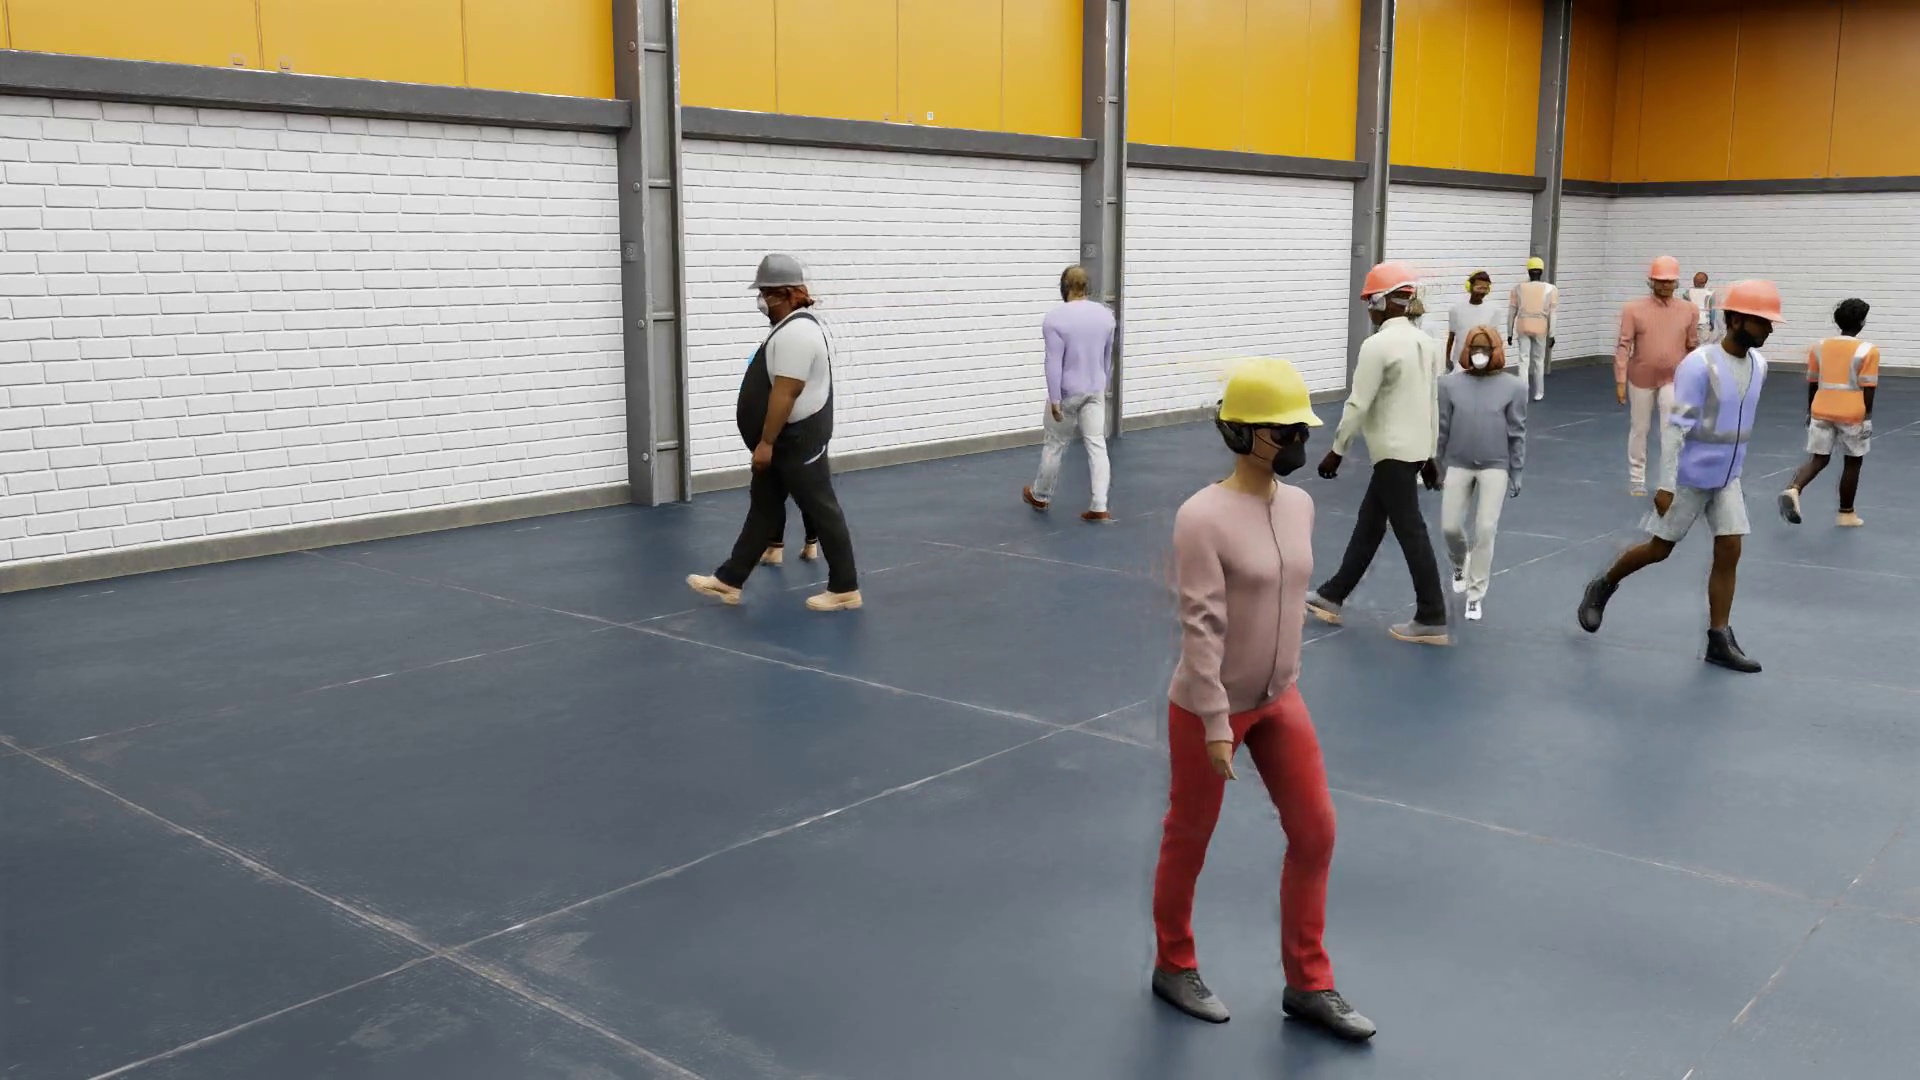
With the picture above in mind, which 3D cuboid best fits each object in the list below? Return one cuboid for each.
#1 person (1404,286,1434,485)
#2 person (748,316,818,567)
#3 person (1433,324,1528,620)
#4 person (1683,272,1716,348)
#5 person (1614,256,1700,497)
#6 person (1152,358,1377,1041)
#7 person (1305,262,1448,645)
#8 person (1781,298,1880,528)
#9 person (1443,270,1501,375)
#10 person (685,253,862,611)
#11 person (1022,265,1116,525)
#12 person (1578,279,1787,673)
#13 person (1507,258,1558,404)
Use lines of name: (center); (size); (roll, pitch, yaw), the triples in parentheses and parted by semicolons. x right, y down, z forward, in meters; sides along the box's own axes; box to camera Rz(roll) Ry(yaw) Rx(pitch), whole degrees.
person: (3.752, -1.288, 13.989); (0.370, 1.730, 0.501); (-5, 11, -27)
person: (-1.107, -0.676, 10.613); (0.532, 1.696, 0.318); (-6, 12, -30)
person: (2.865, -0.392, 9.212); (0.501, 1.616, 0.533); (4, 11, 23)
person: (11.769, -3.445, 26.527); (0.514, 1.645, 0.309); (7, 12, 35)
person: (5.553, -1.265, 13.241); (0.649, 1.945, 0.987); (2, 10, 12)
person: (0.763, 0.423, 4.192); (0.523, 1.745, 0.715); (-8, 13, -37)
person: (2.145, -0.457, 8.650); (1.005, 1.932, 0.605); (8, 12, 37)
person: (6.256, -0.892, 11.906); (0.688, 1.676, 0.538); (-6, 11, -29)
person: (4.980, -1.710, 16.182); (0.525, 1.820, 0.914); (2, 10, 11)
person: (-1.023, -0.604, 9.219); (1.006, 2.000, 0.693); (-2, 10, -10)
person: (0.830, -1.091, 12.424); (0.641, 1.886, 1.012); (-5, 11, -25)
person: (3.576, -0.346, 8.207); (0.575, 1.892, 0.922); (-4, 11, -24)
person: (7.492, -2.738, 21.785); (0.610, 1.887, 0.816); (4, 11, 23)
